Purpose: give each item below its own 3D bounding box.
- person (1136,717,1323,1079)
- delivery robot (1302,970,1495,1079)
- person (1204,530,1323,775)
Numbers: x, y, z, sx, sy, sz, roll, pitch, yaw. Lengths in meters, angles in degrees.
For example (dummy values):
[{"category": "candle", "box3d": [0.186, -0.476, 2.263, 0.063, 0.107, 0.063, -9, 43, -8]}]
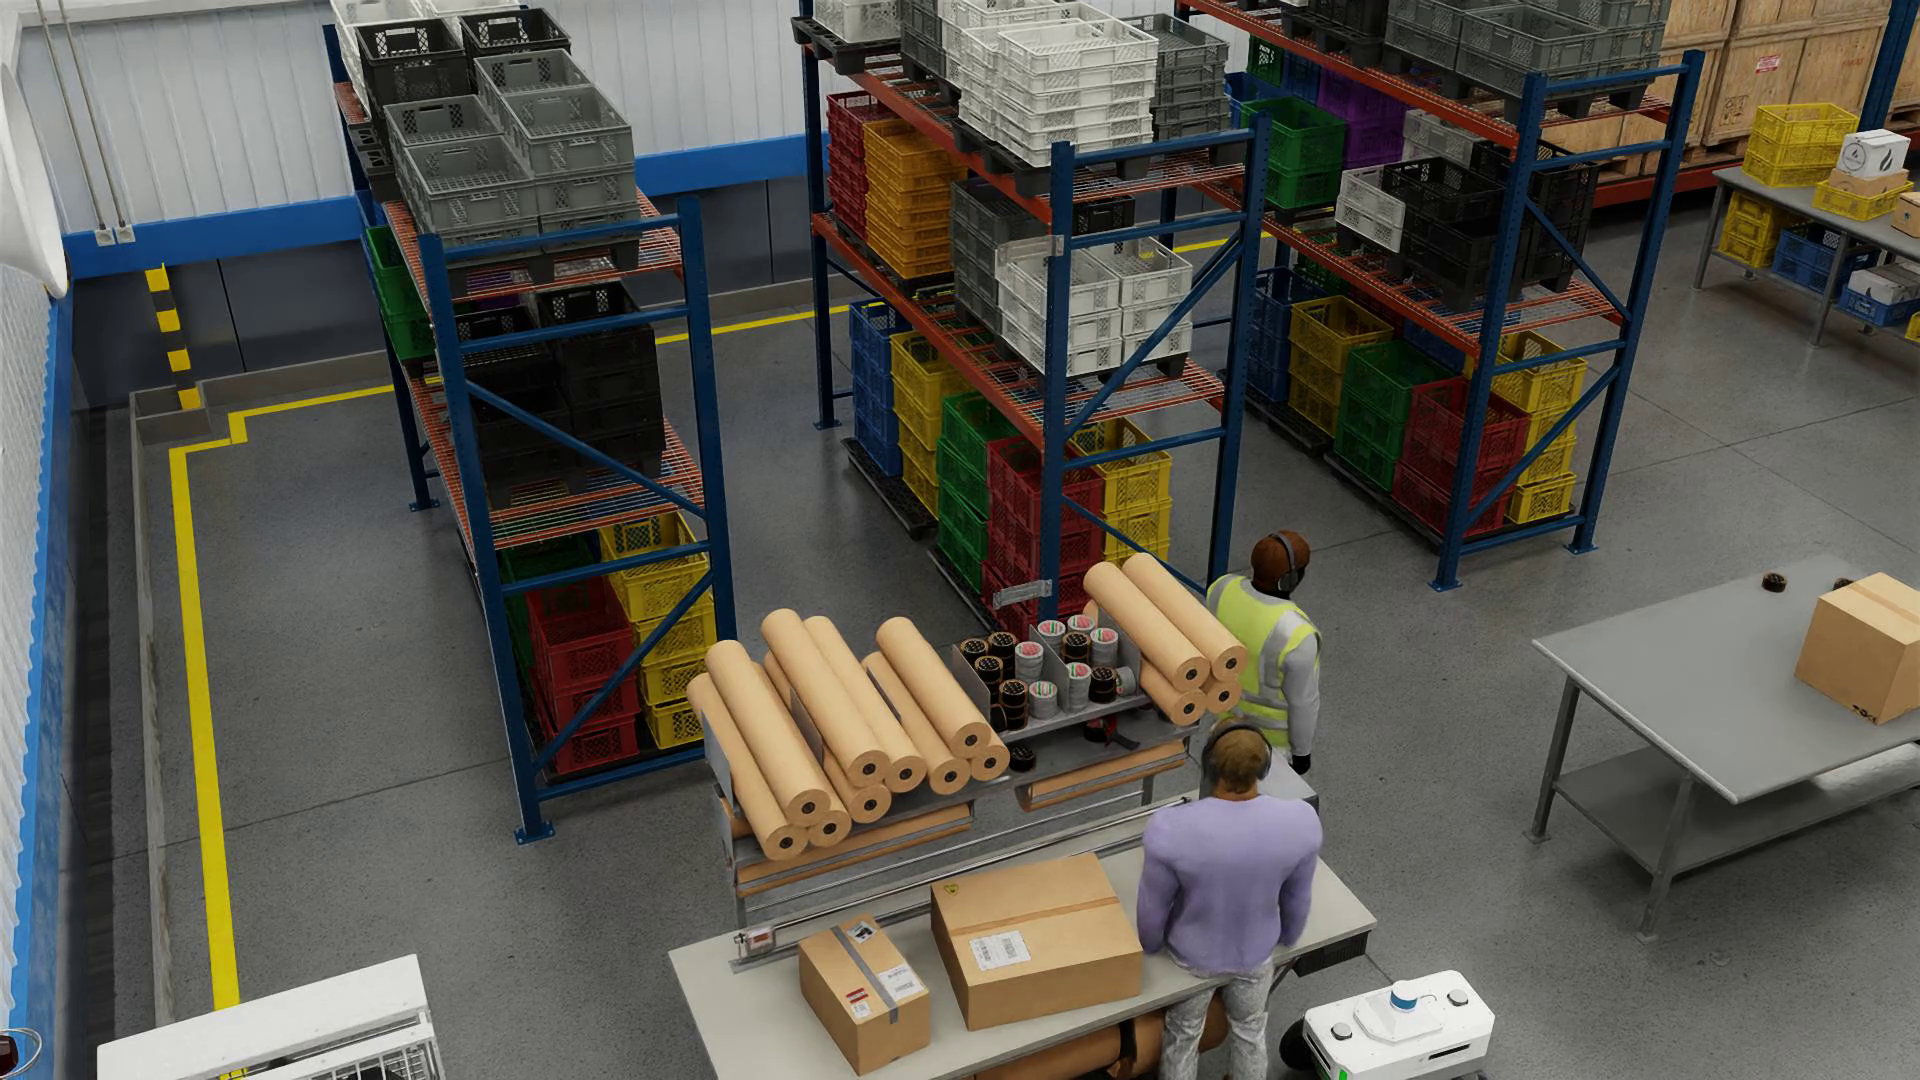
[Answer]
[{"category": "person", "box3d": [0.938, 1.457, 6.013, 0.628, 1.932, 0.368, -2, 32, -4]}, {"category": "delivery robot", "box3d": [1.702, 1.920, 6.471, 0.707, 0.478, 0.477, -10, 33, -16]}, {"category": "person", "box3d": [1.312, 0.764, 7.218, 0.429, 1.844, 0.625, -20, 37, -29]}]
